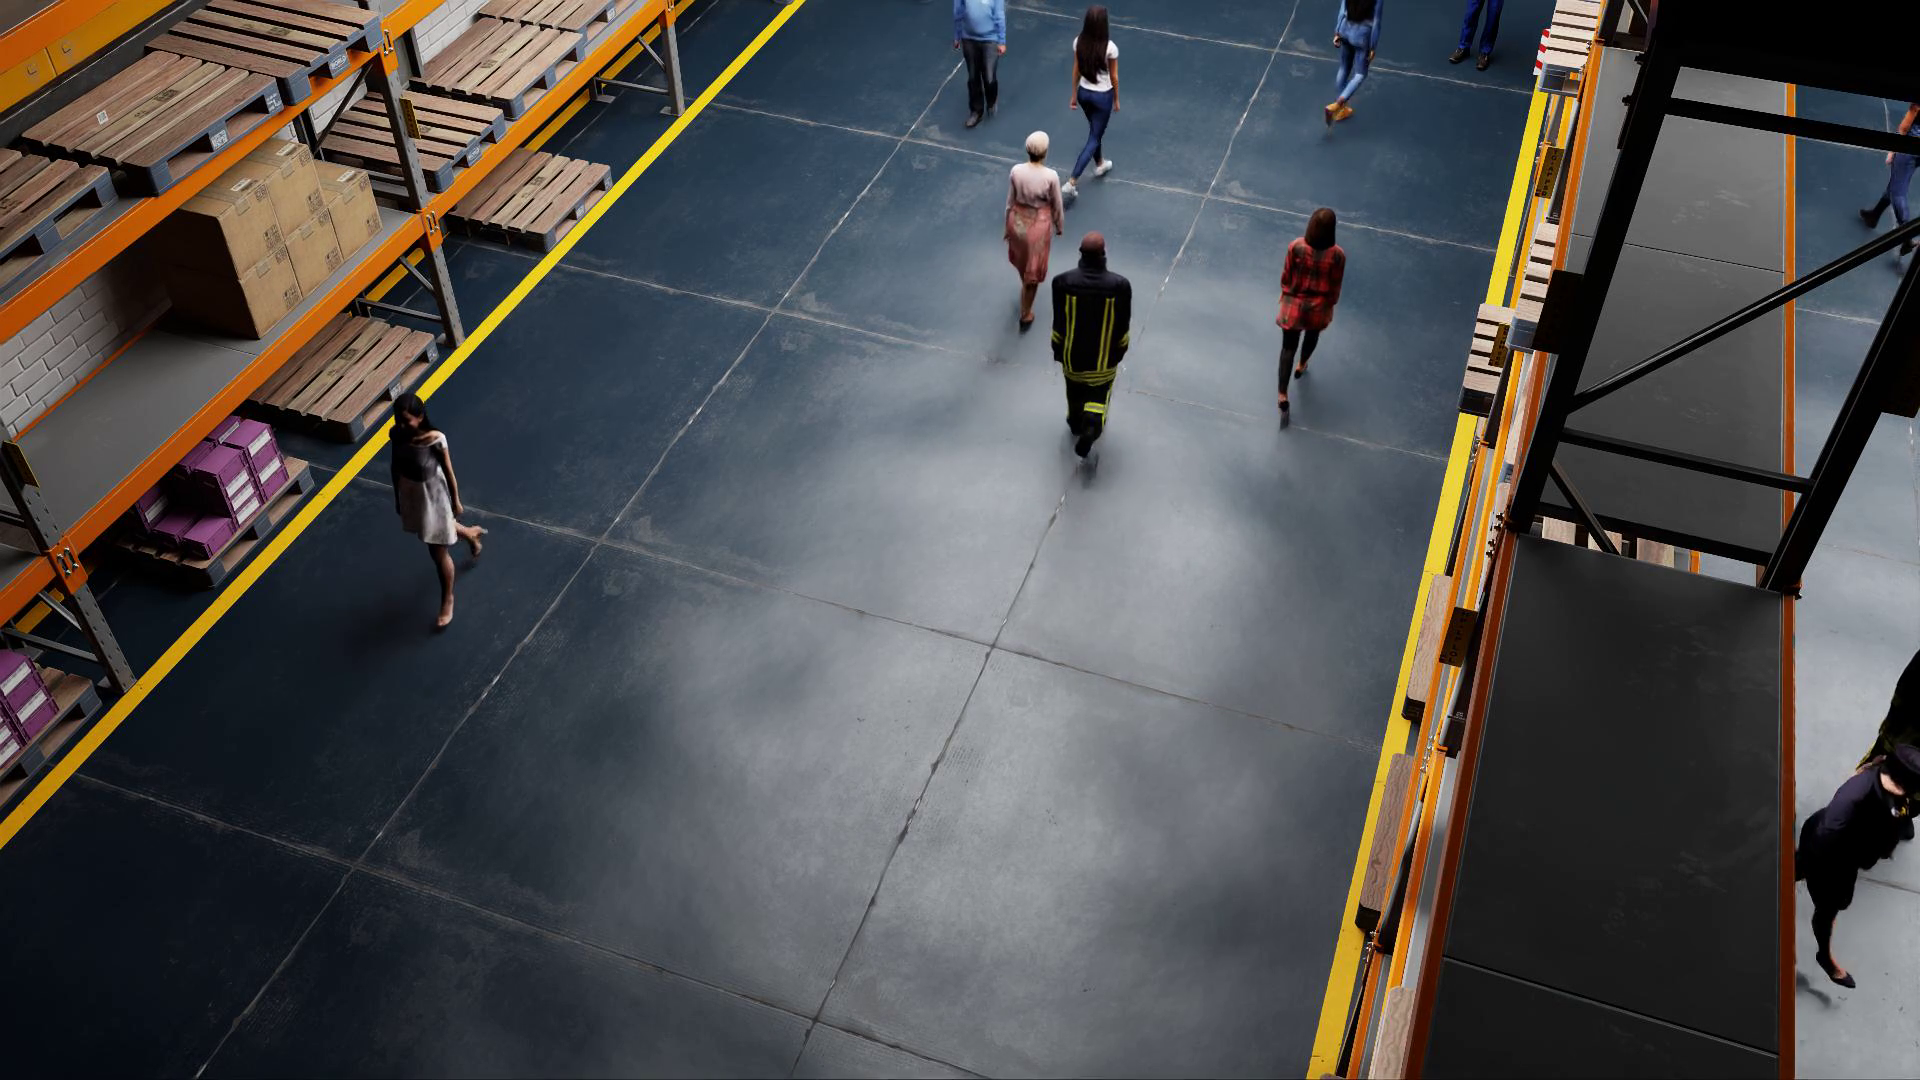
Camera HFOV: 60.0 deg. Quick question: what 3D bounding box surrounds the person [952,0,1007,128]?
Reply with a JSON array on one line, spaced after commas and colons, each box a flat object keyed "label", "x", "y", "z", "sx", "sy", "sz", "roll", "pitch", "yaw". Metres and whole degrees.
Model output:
[{"label": "person", "x": 0.228, "y": -4.809, "z": 15.750, "sx": 0.664, "sy": 1.803, "sz": 0.662, "roll": 15, "pitch": 46, "yaw": 15}]

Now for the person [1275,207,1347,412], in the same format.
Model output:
[{"label": "person", "x": 2.611, "y": -1.729, "z": 12.613, "sx": 0.640, "sy": 1.672, "sz": 1.058, "roll": 12, "pitch": 45, "yaw": 12}]

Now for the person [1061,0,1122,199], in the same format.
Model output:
[{"label": "person", "x": 1.163, "y": -3.864, "z": 14.802, "sx": 0.830, "sy": 1.744, "sz": 1.188, "roll": 27, "pitch": 50, "yaw": 26}]

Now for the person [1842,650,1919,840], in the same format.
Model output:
[{"label": "person", "x": 5.659, "y": 1.014, "z": 9.597, "sx": 0.727, "sy": 1.860, "sz": 0.656, "roll": 14, "pitch": 45, "yaw": 14}]

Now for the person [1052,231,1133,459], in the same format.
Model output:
[{"label": "person", "x": 0.942, "y": -1.416, "z": 12.185, "sx": 0.877, "sy": 1.808, "sz": 1.109, "roll": 4, "pitch": 44, "yaw": 4}]

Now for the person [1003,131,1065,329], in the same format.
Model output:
[{"label": "person", "x": 0.549, "y": -2.443, "z": 13.368, "sx": 0.618, "sy": 1.664, "sz": 0.887, "roll": 13, "pitch": 45, "yaw": 13}]

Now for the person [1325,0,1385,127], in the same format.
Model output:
[{"label": "person", "x": 3.695, "y": -4.684, "z": 15.693, "sx": 0.831, "sy": 1.702, "sz": 0.991, "roll": 32, "pitch": 52, "yaw": 29}]

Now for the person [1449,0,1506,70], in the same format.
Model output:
[{"label": "person", "x": 5.310, "y": -5.645, "z": 16.566, "sx": 0.734, "sy": 1.889, "sz": 0.689, "roll": 23, "pitch": 48, "yaw": 22}]

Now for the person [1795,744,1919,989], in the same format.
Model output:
[{"label": "person", "x": 4.747, "y": 1.617, "z": 9.122, "sx": 1.077, "sy": 1.642, "sz": 1.114, "roll": -20, "pitch": 47, "yaw": -20}]

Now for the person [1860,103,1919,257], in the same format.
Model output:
[{"label": "person", "x": 8.183, "y": -3.255, "z": 14.192, "sx": 0.874, "sy": 1.703, "sz": 1.214, "roll": -2, "pitch": 44, "yaw": -2}]

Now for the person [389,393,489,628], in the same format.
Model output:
[{"label": "person", "x": -3.499, "y": -0.295, "z": 11.053, "sx": 0.625, "sy": 1.747, "sz": 0.999, "roll": 13, "pitch": 45, "yaw": 14}]
